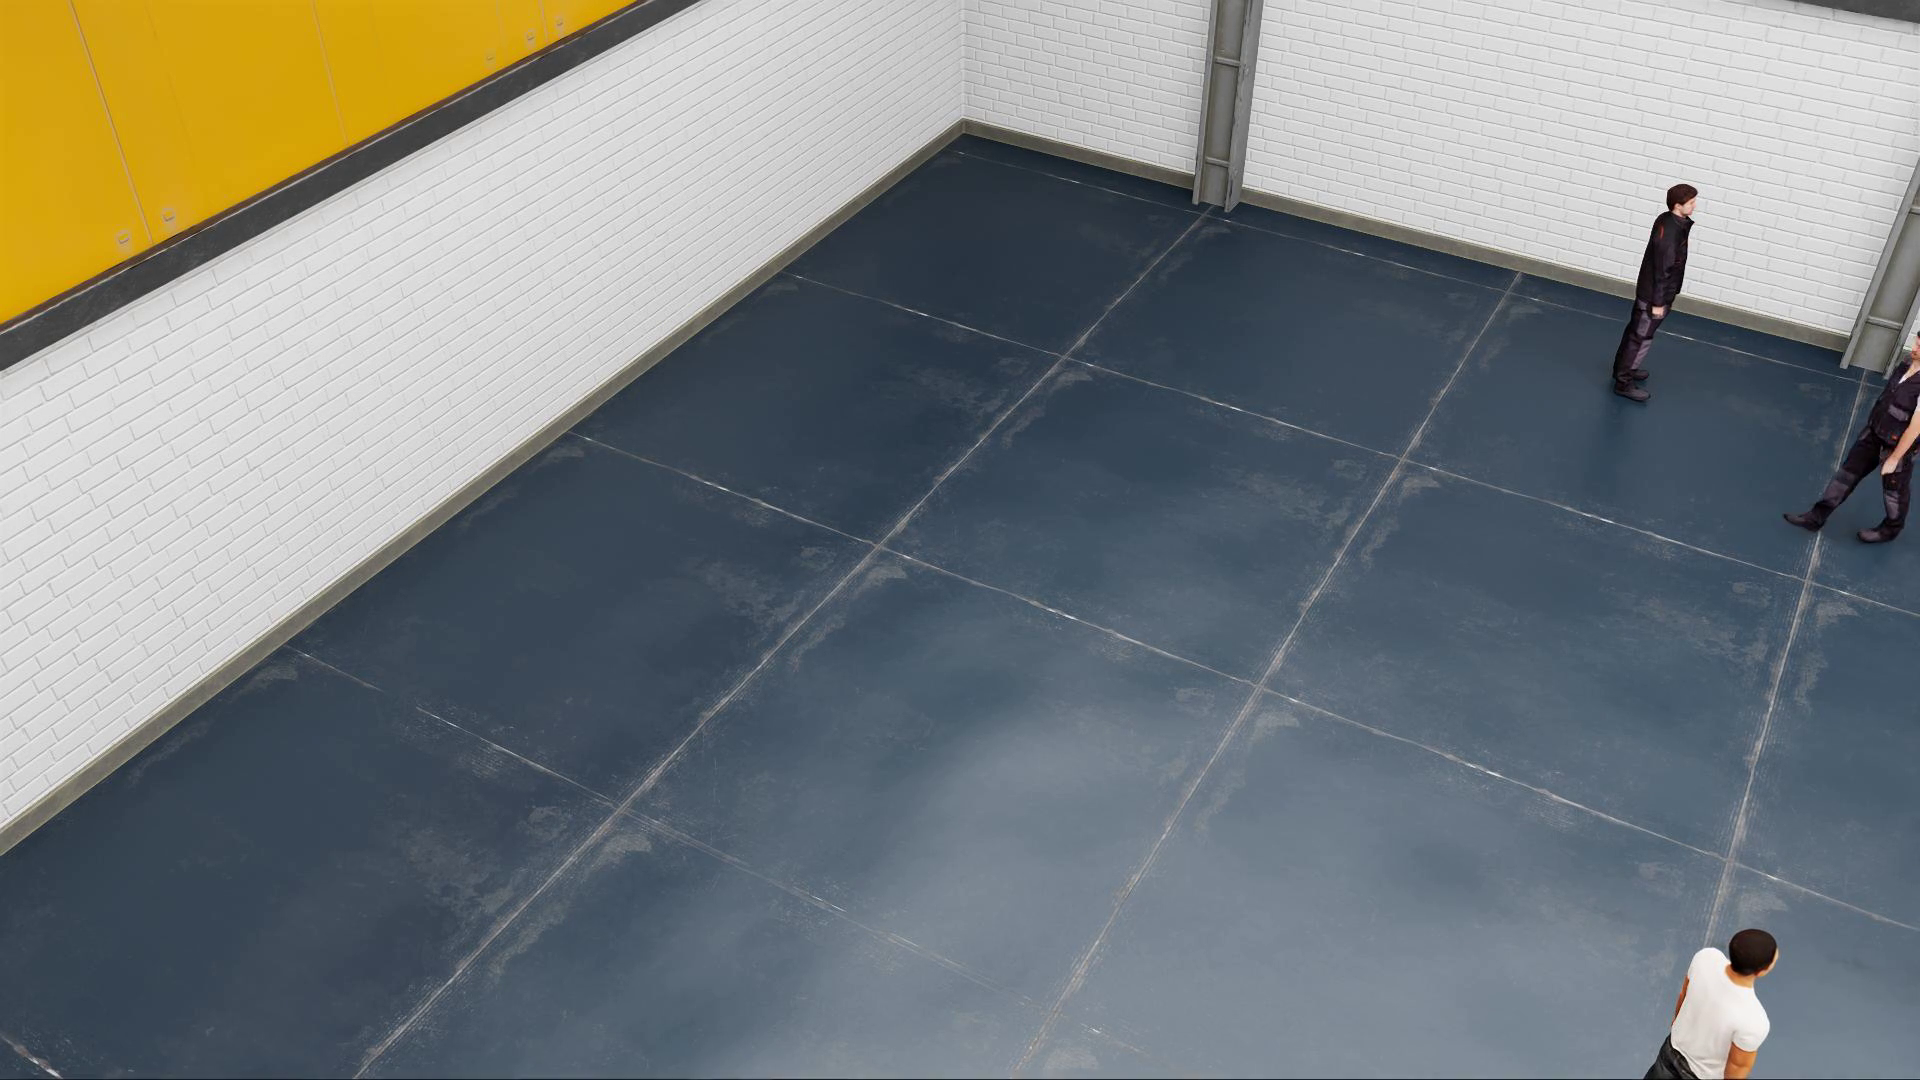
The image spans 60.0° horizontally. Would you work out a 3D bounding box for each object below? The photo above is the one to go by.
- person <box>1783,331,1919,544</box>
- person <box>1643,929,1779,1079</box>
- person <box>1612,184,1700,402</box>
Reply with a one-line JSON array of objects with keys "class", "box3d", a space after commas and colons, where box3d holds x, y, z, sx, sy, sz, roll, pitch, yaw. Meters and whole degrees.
[{"class": "person", "box3d": [6.704, -0.716, 11.766, 1.186, 1.822, 1.024, -1, 39, -1]}, {"class": "person", "box3d": [3.480, 2.430, 7.843, 0.760, 1.802, 0.692, -11, 40, -13]}, {"class": "person", "box3d": [5.587, -2.016, 13.380, 0.657, 1.839, 0.772, 11, 40, 14]}]
